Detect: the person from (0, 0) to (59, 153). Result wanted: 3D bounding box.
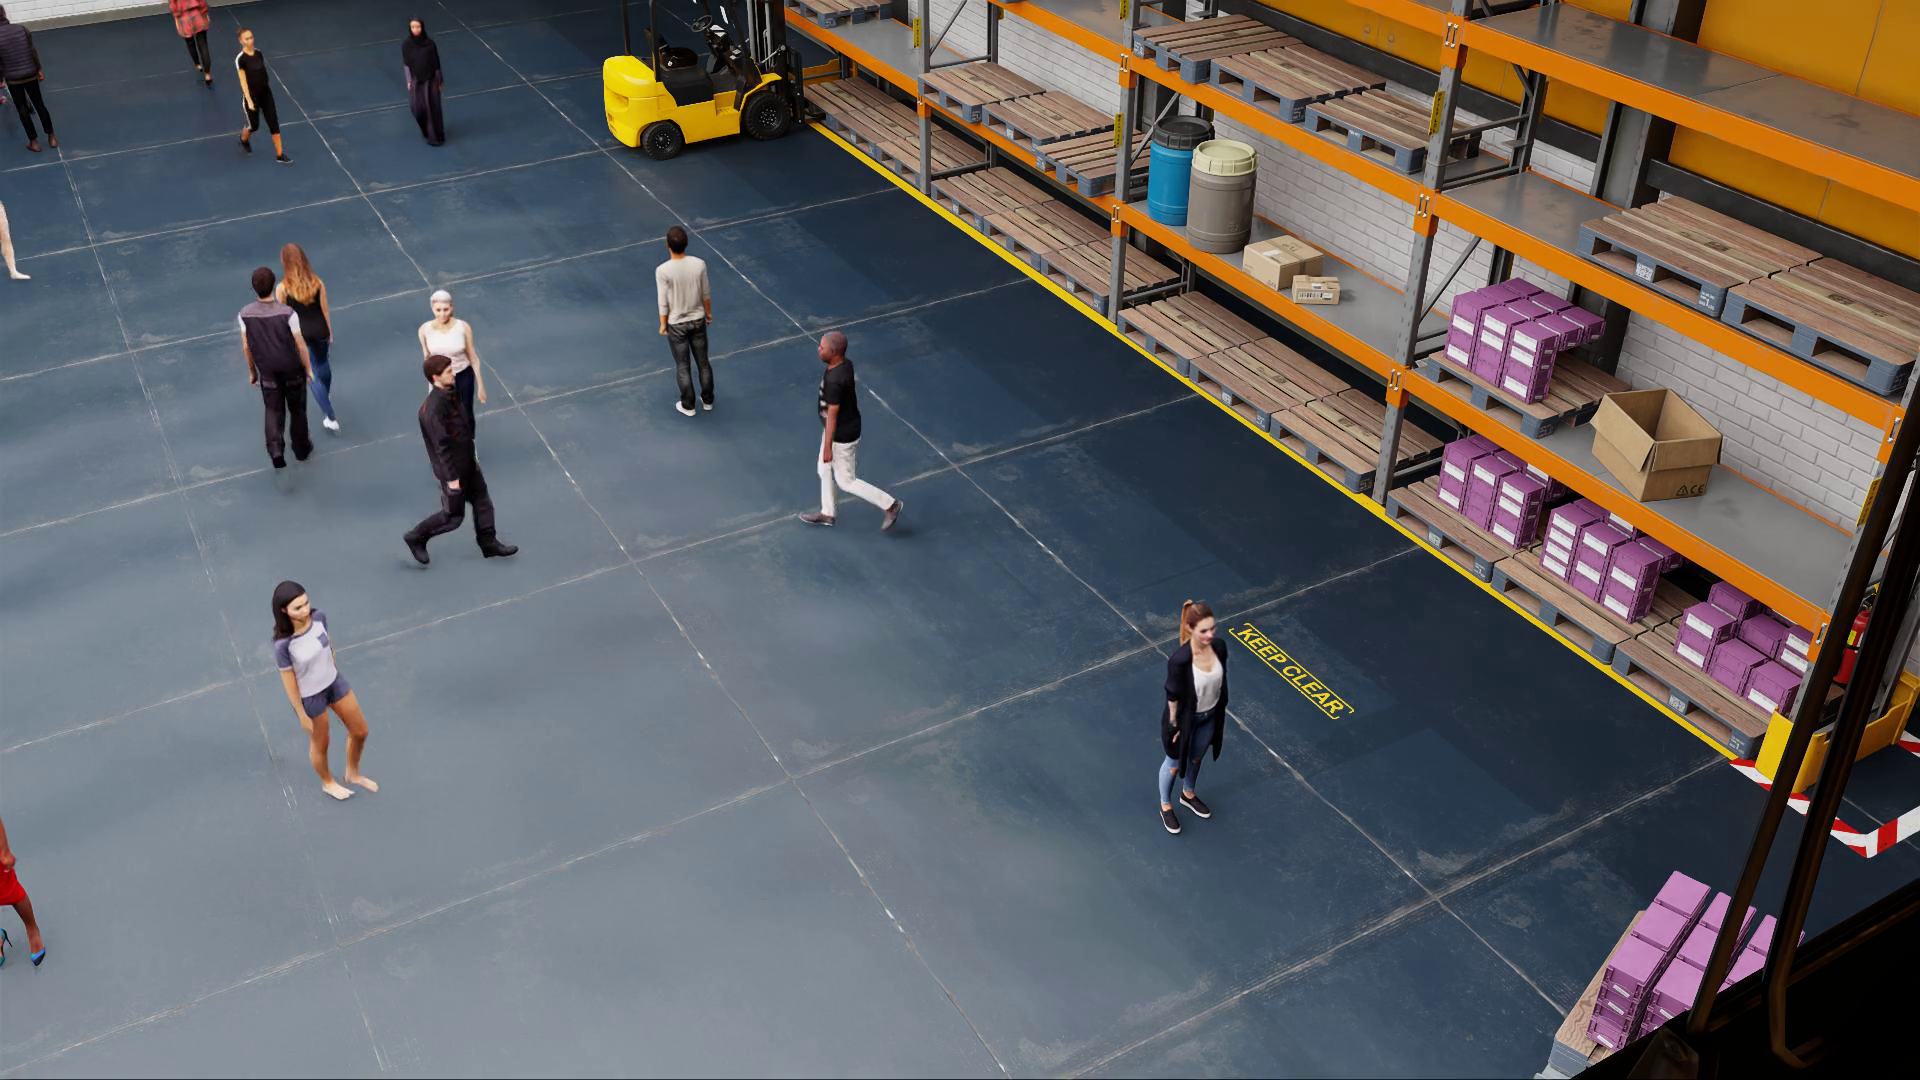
[{"bbox_3d":[-11.704,-5.774,20.714,0.746,1.837,0.656,-27,42,-35],"label":"person"}]

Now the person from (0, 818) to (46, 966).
[{"bbox_3d":[-5.614,1.758,9.467,0.627,1.743,0.600,-6,34,-9],"label":"person"}]

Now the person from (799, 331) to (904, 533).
[{"bbox_3d":[-0.870,-0.824,13.317,1.088,1.781,1.155,1,34,1],"label":"person"}]

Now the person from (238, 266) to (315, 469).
[{"bbox_3d":[-5.791,-1.410,14.153,0.884,1.832,1.029,-5,34,-7],"label":"person"}]

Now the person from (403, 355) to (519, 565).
[{"bbox_3d":[-4.010,-0.576,12.915,1.147,1.814,1.150,3,34,4],"label":"person"}]

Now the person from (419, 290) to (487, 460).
[{"bbox_3d":[-4.325,-1.394,14.259,0.810,1.687,1.006,-6,34,-9],"label":"person"}]

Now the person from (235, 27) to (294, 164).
[{"bbox_3d":[-8.675,-5.442,20.385,1.089,1.649,0.874,19,38,26],"label":"person"}]

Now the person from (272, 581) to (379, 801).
[{"bbox_3d":[-4.190,0.962,10.685,0.777,1.720,0.731,15,37,21],"label":"person"}]

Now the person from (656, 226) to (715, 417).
[{"bbox_3d":[-2.465,-1.977,15.024,0.656,1.811,0.539,-16,37,-23],"label":"person"}]

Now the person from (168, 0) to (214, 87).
[{"bbox_3d":[-10.535,-7.071,22.835,0.705,1.649,1.121,-14,36,-20],"label":"person"}]

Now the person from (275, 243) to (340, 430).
[{"bbox_3d":[-5.786,-1.778,14.840,0.690,1.684,1.107,-23,40,-30],"label":"person"}]

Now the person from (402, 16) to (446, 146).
[{"bbox_3d":[-6.746,-5.819,20.988,0.778,1.608,0.884,-3,34,-4],"label":"person"}]

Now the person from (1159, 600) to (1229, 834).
[{"bbox_3d":[1.457,1.098,10.513,0.624,1.684,0.548,-19,38,-26],"label":"person"}]
